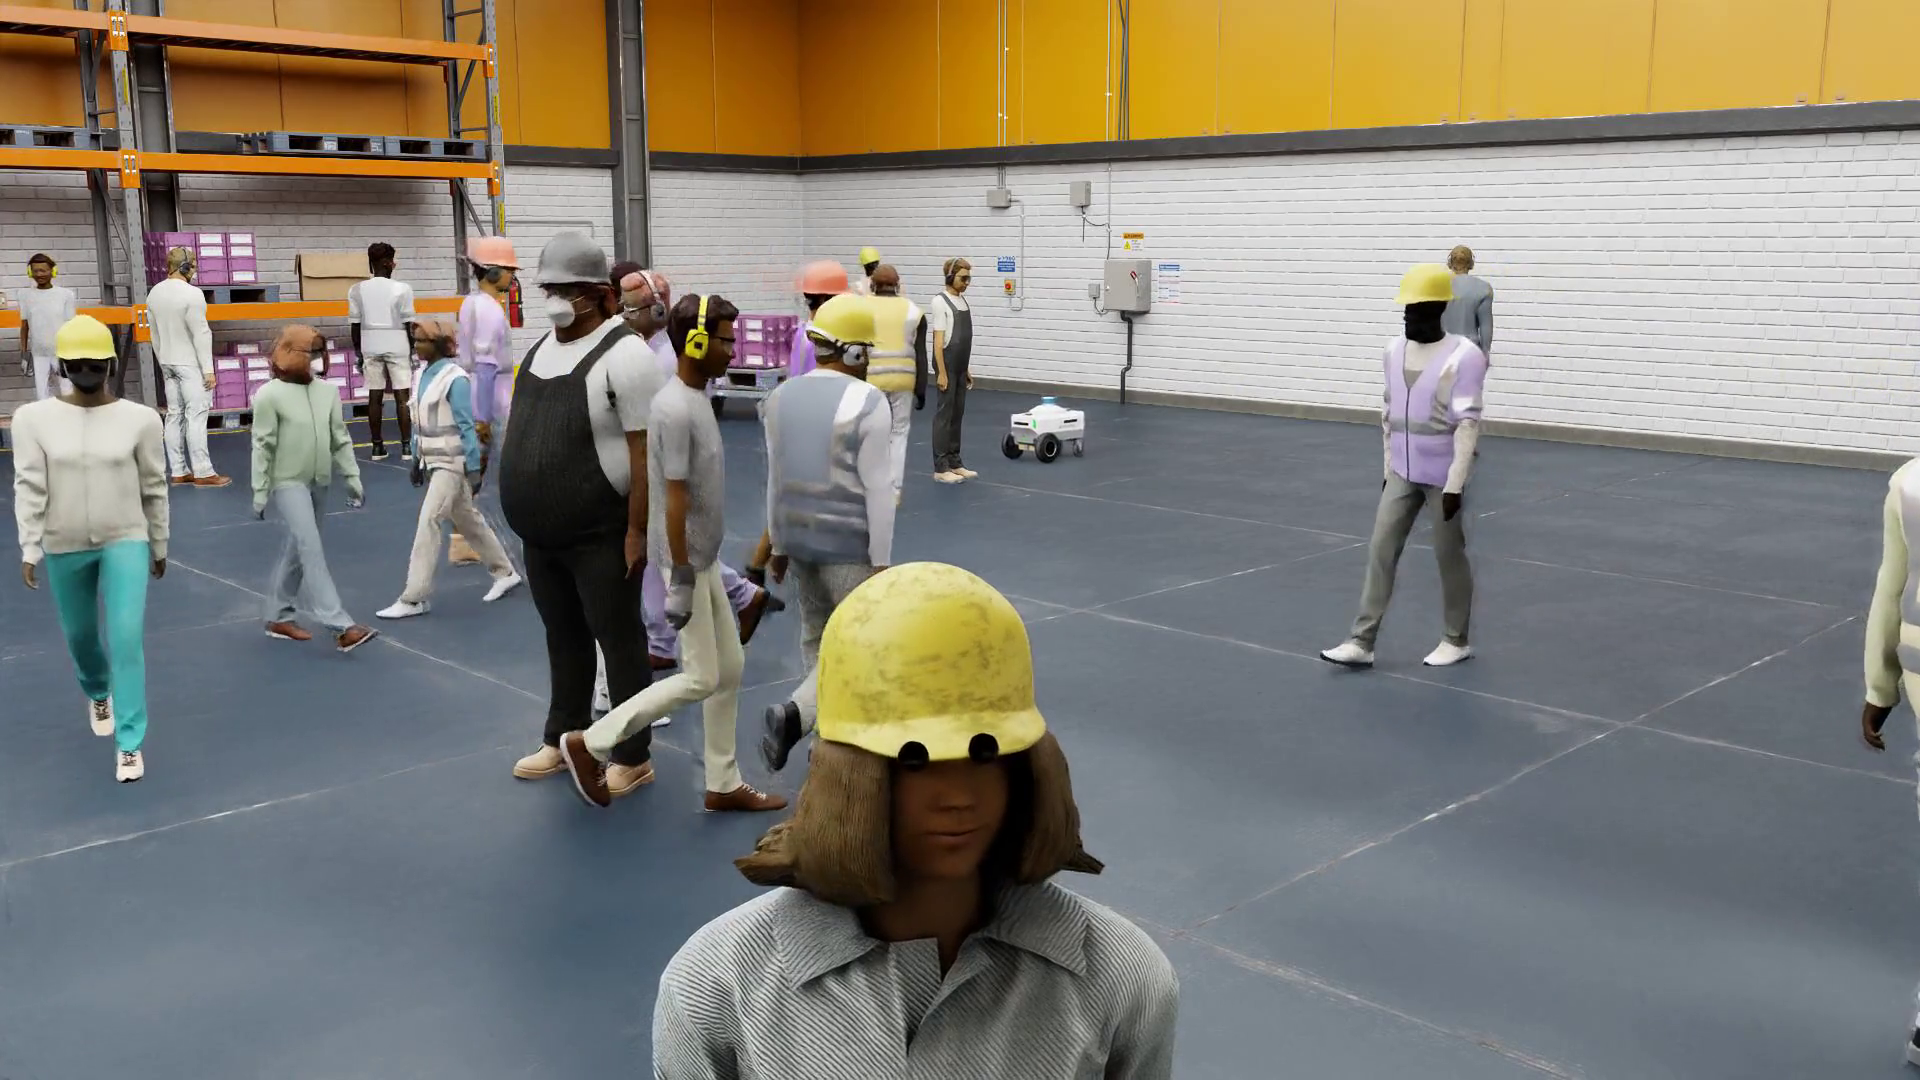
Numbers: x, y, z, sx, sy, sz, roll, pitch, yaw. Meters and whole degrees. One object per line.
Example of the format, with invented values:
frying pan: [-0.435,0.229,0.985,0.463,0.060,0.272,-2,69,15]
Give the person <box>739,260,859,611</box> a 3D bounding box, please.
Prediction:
person: [-0.791,-0.539,8.895,0.971,1.899,0.557,-3,11,-15]

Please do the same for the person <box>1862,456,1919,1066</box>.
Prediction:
person: [2.631,0.383,4.094,0.751,1.800,0.622,-6,12,-29]

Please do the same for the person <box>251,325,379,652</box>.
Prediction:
person: [-3.144,-0.246,8.113,0.857,1.586,0.515,4,11,23]

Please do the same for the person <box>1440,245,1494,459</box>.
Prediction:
person: [4.485,-1.685,15.026,0.628,1.935,0.373,5,12,26]

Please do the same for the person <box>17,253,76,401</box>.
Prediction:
person: [-8.307,-1.678,15.193,0.513,1.861,0.327,-2,11,-12]

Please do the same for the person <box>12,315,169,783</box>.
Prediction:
person: [-3.322,-0.005,6.413,0.518,1.733,0.864,-5,11,-23]

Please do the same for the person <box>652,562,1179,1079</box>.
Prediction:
person: [-0.039,0.879,1.556,0.486,1.746,0.290,-1,10,-7]

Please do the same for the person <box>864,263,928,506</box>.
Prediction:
person: [-0.547,-1.129,12.308,0.662,1.820,0.574,-2,11,-11]

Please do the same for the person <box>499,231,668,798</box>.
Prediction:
person: [-1.397,-0.088,6.022,0.689,2.000,0.539,8,13,37]

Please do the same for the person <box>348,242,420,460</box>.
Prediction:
person: [-5.177,-1.696,15.013,0.601,1.960,0.373,0,10,1]

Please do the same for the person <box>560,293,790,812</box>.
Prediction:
person: [-0.986,0.077,5.710,0.690,1.840,0.529,0,10,-3]

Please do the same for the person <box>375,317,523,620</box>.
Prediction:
person: [-2.760,-0.405,8.967,0.870,1.599,0.526,-9,14,-40]

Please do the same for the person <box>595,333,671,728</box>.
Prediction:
person: [-1.401,-0.046,6.889,0.315,1.640,0.515,-4,11,-20]

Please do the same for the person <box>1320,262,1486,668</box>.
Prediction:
person: [2.075,-0.315,7.668,0.903,1.888,0.636,-7,12,-33]

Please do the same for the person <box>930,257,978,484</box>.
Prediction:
person: [-0.050,-1.391,13.671,0.346,1.843,0.507,5,12,25]

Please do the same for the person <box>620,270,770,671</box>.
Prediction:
person: [-1.266,-0.307,7.685,0.690,1.873,0.701,-3,11,-14]

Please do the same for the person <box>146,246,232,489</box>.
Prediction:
person: [-6.196,-1.372,13.322,0.628,1.935,0.373,6,12,28]

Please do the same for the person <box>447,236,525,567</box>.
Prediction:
person: [-2.764,-0.839,10.199,0.898,2.005,0.611,-6,12,-30]

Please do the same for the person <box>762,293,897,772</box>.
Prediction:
person: [-0.526,0.012,6.087,0.602,1.812,0.649,8,13,36]

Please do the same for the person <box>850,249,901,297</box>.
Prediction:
person: [-0.956,-2.328,18.721,0.603,1.862,1.026,-2,11,-12]

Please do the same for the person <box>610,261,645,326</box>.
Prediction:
person: [-2.066,-0.707,9.852,0.845,1.884,0.584,-2,11,-13]

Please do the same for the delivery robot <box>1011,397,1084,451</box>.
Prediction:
delivery robot: [0.797,-1.052,15.081,0.707,0.478,0.477,-10,14,-43]
